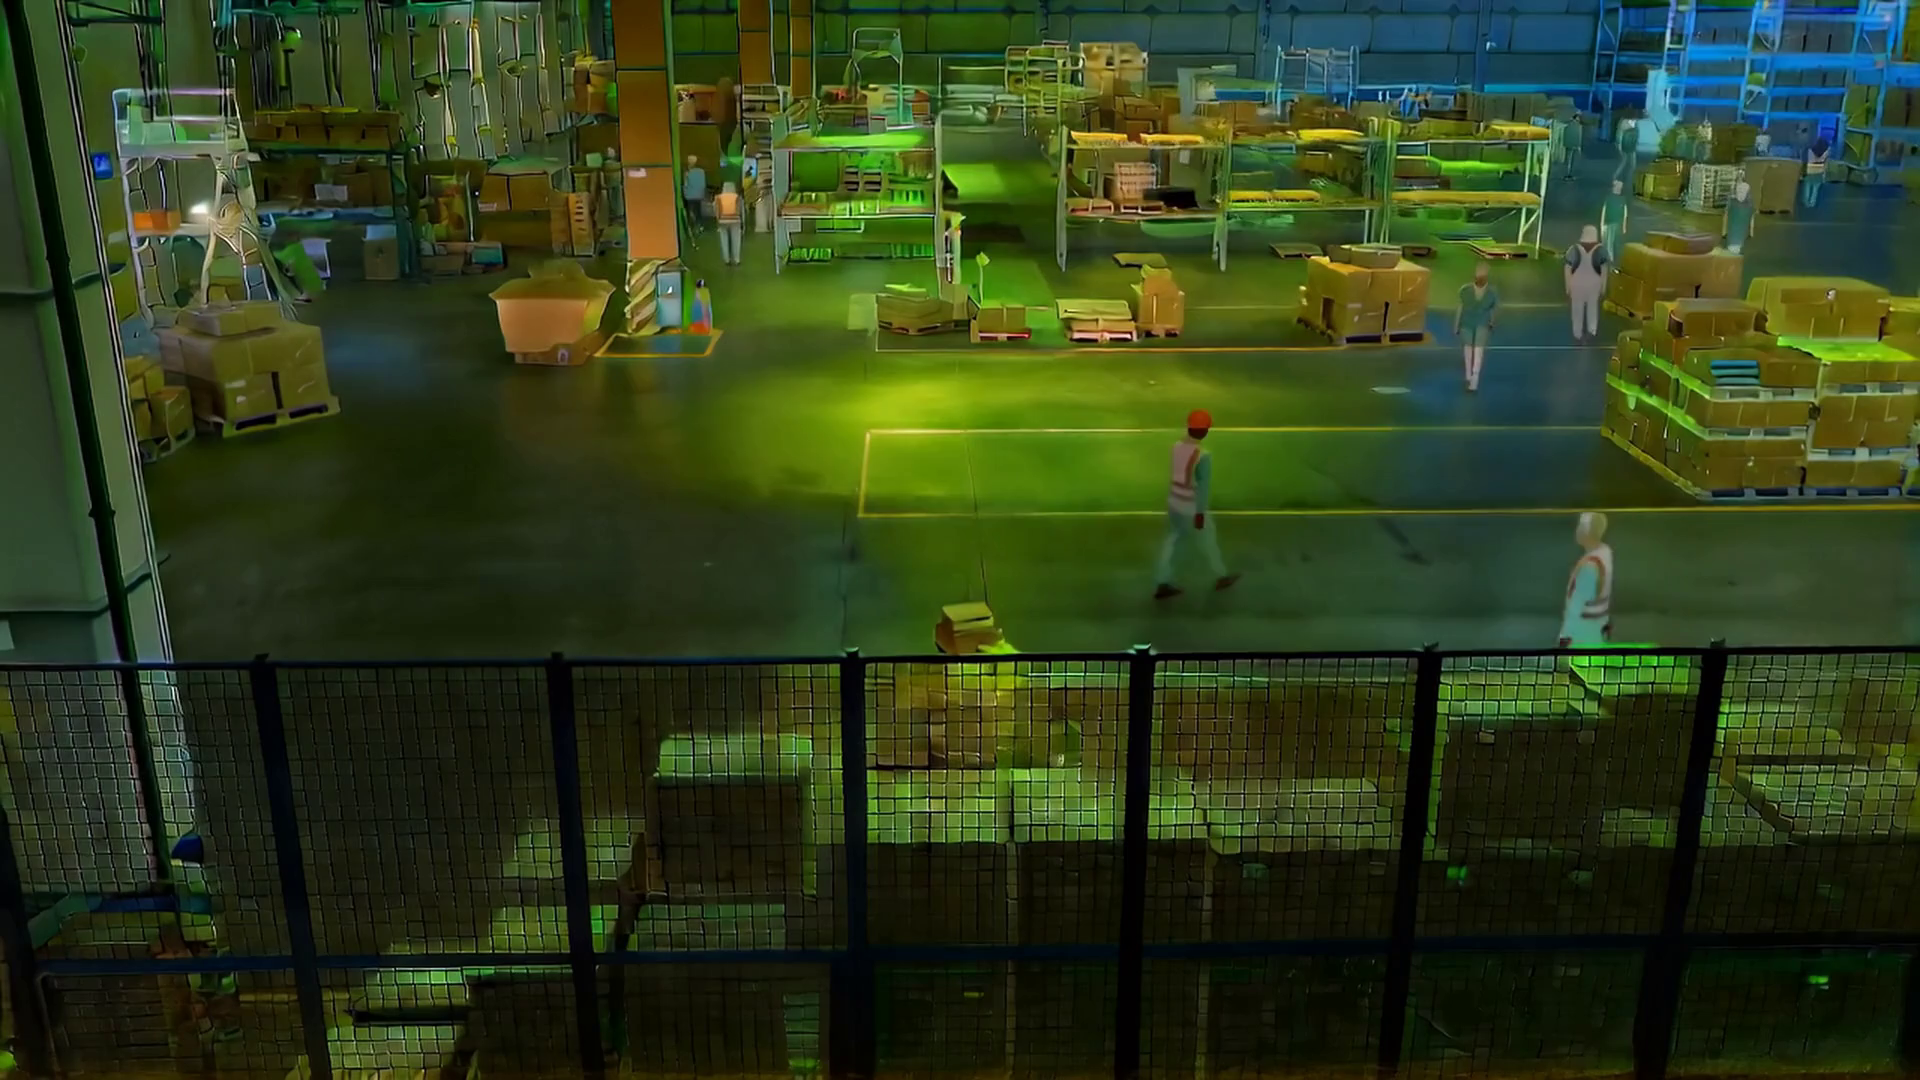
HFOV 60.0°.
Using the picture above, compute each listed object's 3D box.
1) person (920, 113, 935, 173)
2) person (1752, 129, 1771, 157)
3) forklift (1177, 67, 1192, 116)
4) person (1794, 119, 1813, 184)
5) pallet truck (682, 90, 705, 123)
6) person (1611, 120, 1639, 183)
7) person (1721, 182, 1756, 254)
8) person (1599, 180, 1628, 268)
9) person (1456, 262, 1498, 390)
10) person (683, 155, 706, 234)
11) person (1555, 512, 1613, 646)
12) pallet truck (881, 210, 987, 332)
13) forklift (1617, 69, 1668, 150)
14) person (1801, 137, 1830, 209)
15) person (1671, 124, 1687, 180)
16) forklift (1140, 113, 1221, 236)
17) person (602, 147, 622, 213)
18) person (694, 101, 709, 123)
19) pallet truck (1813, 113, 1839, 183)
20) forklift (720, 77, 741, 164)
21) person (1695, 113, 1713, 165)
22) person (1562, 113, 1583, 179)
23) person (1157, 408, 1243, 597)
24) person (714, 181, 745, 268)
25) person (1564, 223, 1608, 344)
[{"bbox_3d":[-0.979,-12.651,52.959,0.637,1.883,1.077,-1,19,-4],"label":"person"},{"bbox_3d":[24.309,-11.623,50.351,0.520,1.597,0.825,-1,19,-2],"label":"person"},{"bbox_3d":[8.181,-15.881,60.983,1.873,2.768,1.129,6,20,17],"label":"forklift"},{"bbox_3d":[25.328,-11.697,50.057,0.419,1.917,0.662,17,25,41],"label":"person"},{"bbox_3d":[-9.671,-15.907,62.421,0.823,1.965,1.885,5,19,15],"label":"pallet truck"},{"bbox_3d":[20.159,-11.728,50.201,0.647,1.894,1.024,-7,20,-21],"label":"person"},{"bbox_3d":[16.118,-6.456,34.499,0.618,1.930,0.957,2,19,6],"label":"person"},{"bbox_3d":[13.936,-6.755,35.492,0.533,1.852,0.475,6,19,17],"label":"person"},{"bbox_3d":[7.795,-3.274,25.095,0.549,1.909,0.879,8,20,21],"label":"person"},{"bbox_3d":[-6.316,-8.256,39.865,0.592,1.907,0.679,-13,23,-34],"label":"person"},{"bbox_3d":[5.088,0.666,13.515,0.976,1.838,0.593,11,22,29],"label":"person"},{"bbox_3d":[-0.493,-4.759,29.349,1.885,1.965,0.823,-13,23,-34],"label":"pallet truck"},{"bbox_3d":[24.781,-15.375,59.481,1.873,2.768,1.129,-1,19,-1],"label":"forklift"},{"bbox_3d":[22.878,-9.811,44.510,0.595,1.892,0.796,8,20,23],"label":"person"},{"bbox_3d":[22.019,-11.893,50.986,0.534,1.679,0.560,-13,22,-33],"label":"person"},{"bbox_3d":[5.398,-8.829,40.064,1.873,2.768,1.129,-13,23,-34],"label":"forklift"},{"bbox_3d":[-8.708,-8.906,41.818,0.583,1.881,0.898,0,19,0],"label":"person"},{"bbox_3d":[-9.374,-15.084,60.439,0.539,1.698,0.318,-5,19,-16],"label":"person"},{"bbox_3d":[26.403,-11.957,50.702,0.823,1.965,1.885,6,19,16],"label":"pallet truck"},{"bbox_3d":[-7.576,-13.878,55.042,1.873,2.768,1.129,-1,19,-1],"label":"forklift"},{"bbox_3d":[23.320,-12.379,52.069,0.570,1.915,0.571,-5,19,-13],"label":"person"},{"bbox_3d":[18.894,-12.150,51.274,0.622,1.997,0.371,-7,20,-19],"label":"person"},{"bbox_3d":[2.377,-0.384,16.514,0.969,1.897,0.643,-10,21,-27],"label":"person"},{"bbox_3d":[-4.890,-6.711,35.384,0.634,1.839,0.429,0,19,0],"label":"person"},{"bbox_3d":[10.548,-4.365,28.115,0.711,2.000,0.697,6,20,18],"label":"person"}]
